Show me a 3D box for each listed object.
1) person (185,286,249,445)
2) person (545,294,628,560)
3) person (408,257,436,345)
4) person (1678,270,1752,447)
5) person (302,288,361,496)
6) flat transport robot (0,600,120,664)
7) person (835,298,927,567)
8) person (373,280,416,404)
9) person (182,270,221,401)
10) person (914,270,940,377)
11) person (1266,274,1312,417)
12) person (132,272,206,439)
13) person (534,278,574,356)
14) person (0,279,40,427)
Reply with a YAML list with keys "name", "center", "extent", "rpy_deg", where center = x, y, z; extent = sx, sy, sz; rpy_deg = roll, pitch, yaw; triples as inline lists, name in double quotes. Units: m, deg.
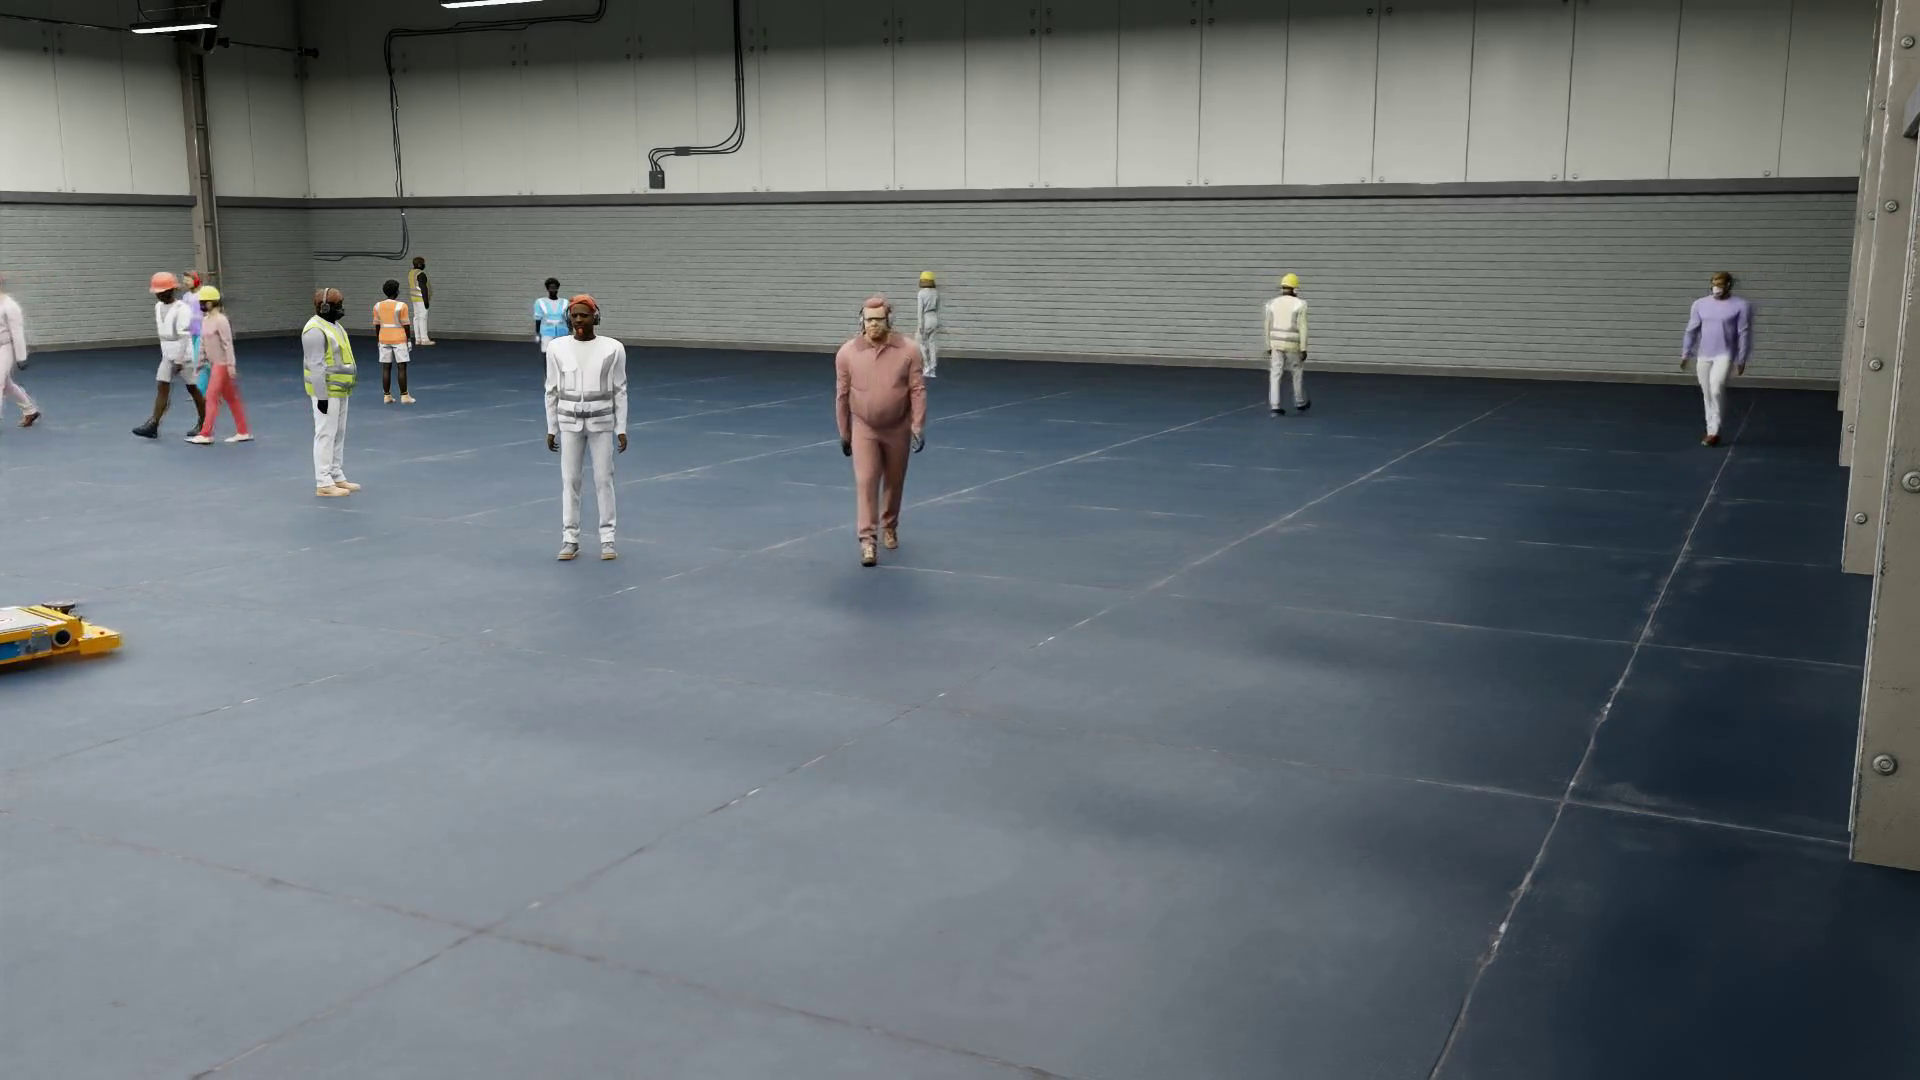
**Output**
- name: "person"
  center: [-8.240, -1.902, 18.241]
  extent: [0.834, 1.737, 0.532]
  rpy_deg: [-9, 14, -41]
- name: "person"
  center: [-2.646, -0.792, 11.793]
  extent: [0.573, 1.883, 0.355]
  rpy_deg: [-1, 10, -4]
- name: "person"
  center: [-11.325, -5.024, 34.978]
  extent: [0.429, 1.847, 0.626]
  rpy_deg: [-9, 14, -40]
- name: "person"
  center: [8.196, -1.971, 18.132]
  extent: [0.743, 1.910, 0.635]
  rpy_deg: [-9, 14, -40]
- name: "person"
  center: [-5.558, -1.302, 14.721]
  extent: [0.430, 1.836, 0.628]
  rpy_deg: [0, 10, -3]
- name: "flat transport robot"
  center: [-5.332, 0.561, 8.812]
  extent: [0.652, 0.197, 1.431]
  rpy_deg: [8, 13, 39]
- name: "person"
  center: [-0.565, -0.793, 11.888]
  extent: [0.641, 1.863, 0.977]
  rpy_deg: [-1, 10, -6]
- name: "person"
  center: [-7.716, -2.697, 22.684]
  extent: [0.541, 1.696, 0.315]
  rpy_deg: [2, 11, 13]
- name: "person"
  center: [-10.580, -2.860, 23.251]
  extent: [0.566, 1.825, 0.663]
  rpy_deg: [7, 12, 33]
- name: "person"
  center: [-0.527, -3.494, 26.954]
  extent: [0.488, 1.727, 0.396]
  rpy_deg: [-8, 13, -36]
- name: "person"
  center: [4.239, -2.495, 21.305]
  extent: [0.626, 1.792, 0.873]
  rpy_deg: [7, 13, 35]
- name: "person"
  center: [-8.903, -2.061, 18.734]
  extent: [0.559, 1.874, 0.996]
  rpy_deg: [5, 12, 25]
- name: "person"
  center: [-5.843, -2.940, 24.064]
  extent: [0.553, 1.663, 0.769]
  rpy_deg: [-5, 11, -24]
- name: "person"
  center: [-11.298, -2.212, 19.603]
  extent: [0.653, 1.869, 0.967]
  rpy_deg: [4, 11, 23]
